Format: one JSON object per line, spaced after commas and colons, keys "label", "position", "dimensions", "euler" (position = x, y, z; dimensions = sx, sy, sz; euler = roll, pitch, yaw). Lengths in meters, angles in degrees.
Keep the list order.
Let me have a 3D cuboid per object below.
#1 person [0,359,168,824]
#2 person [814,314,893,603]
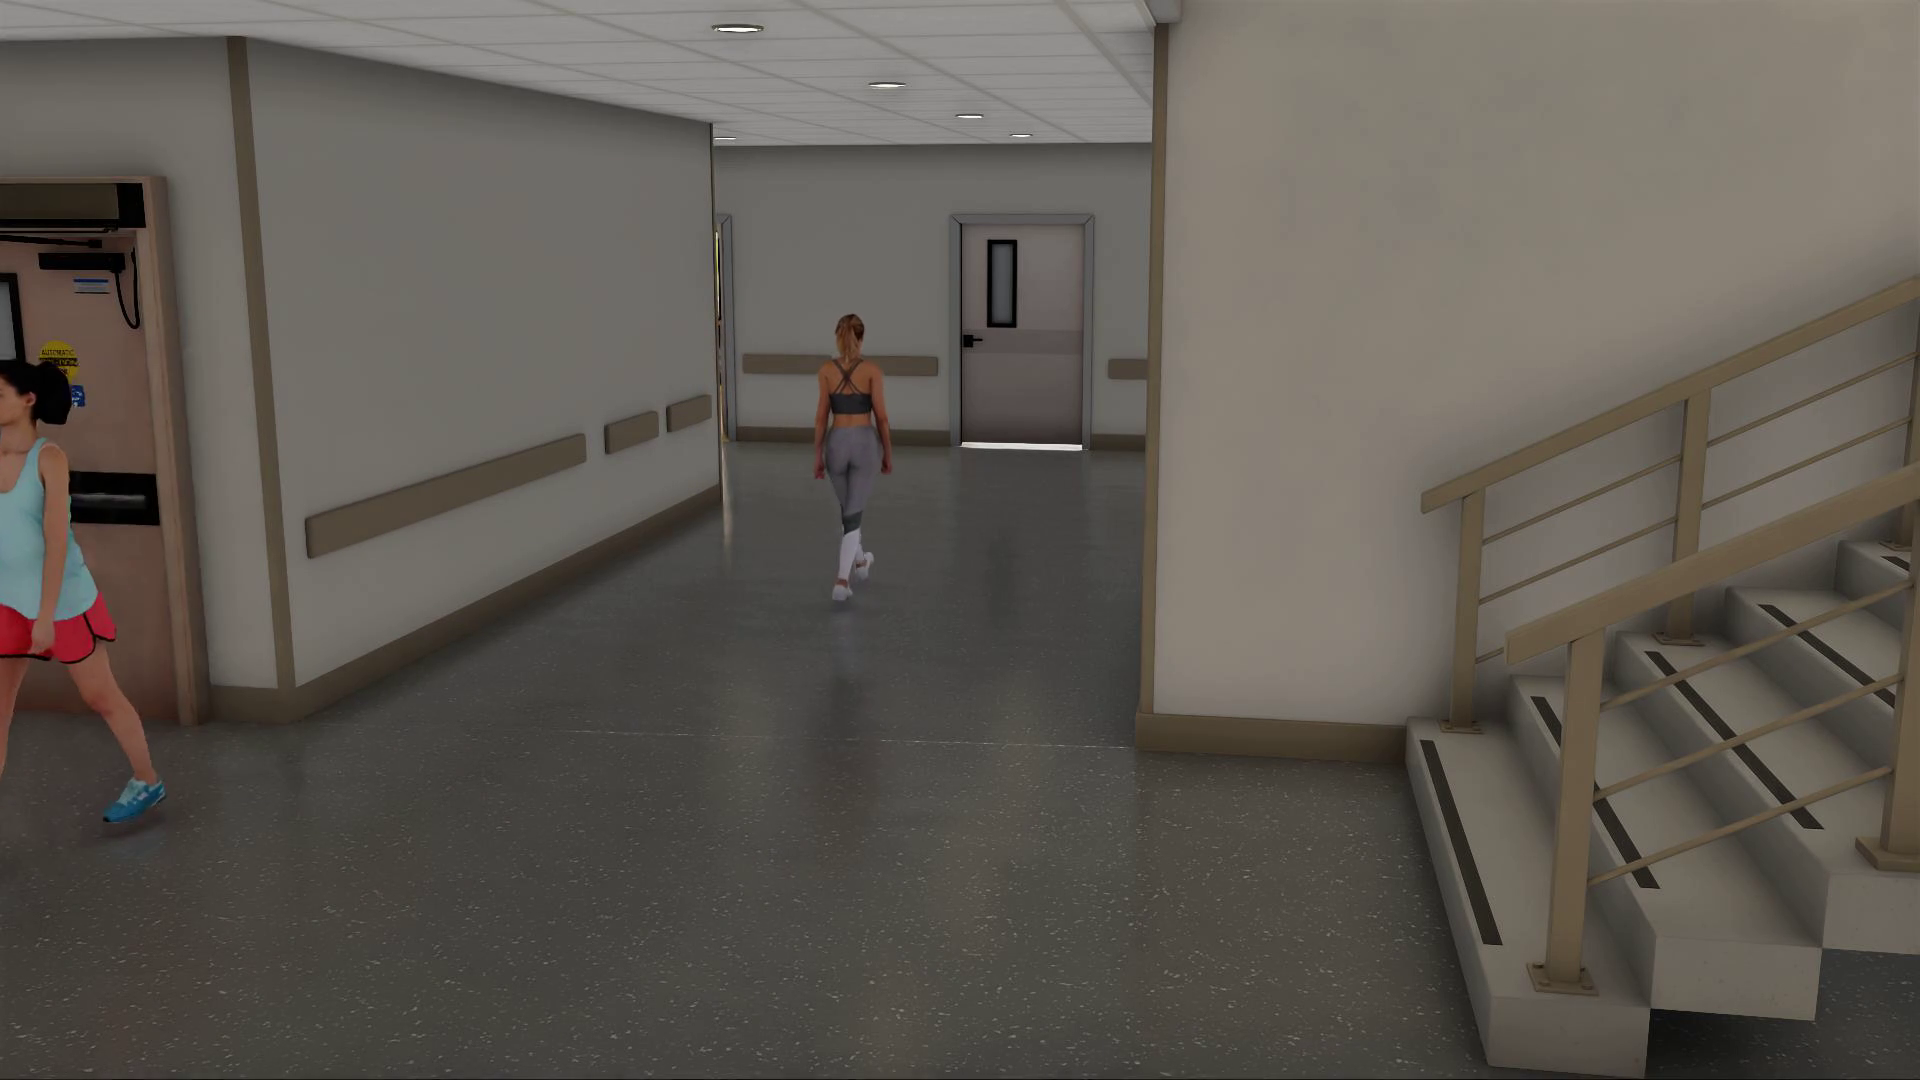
{"label": "person", "position": [-3.148, 0.260, 5.873], "dimensions": [1.185, 1.717, 0.861], "euler": [5, 12, 24]}
{"label": "person", "position": [-0.652, -0.446, 9.759], "dimensions": [1.047, 1.656, 0.642], "euler": [2, 11, 11]}
